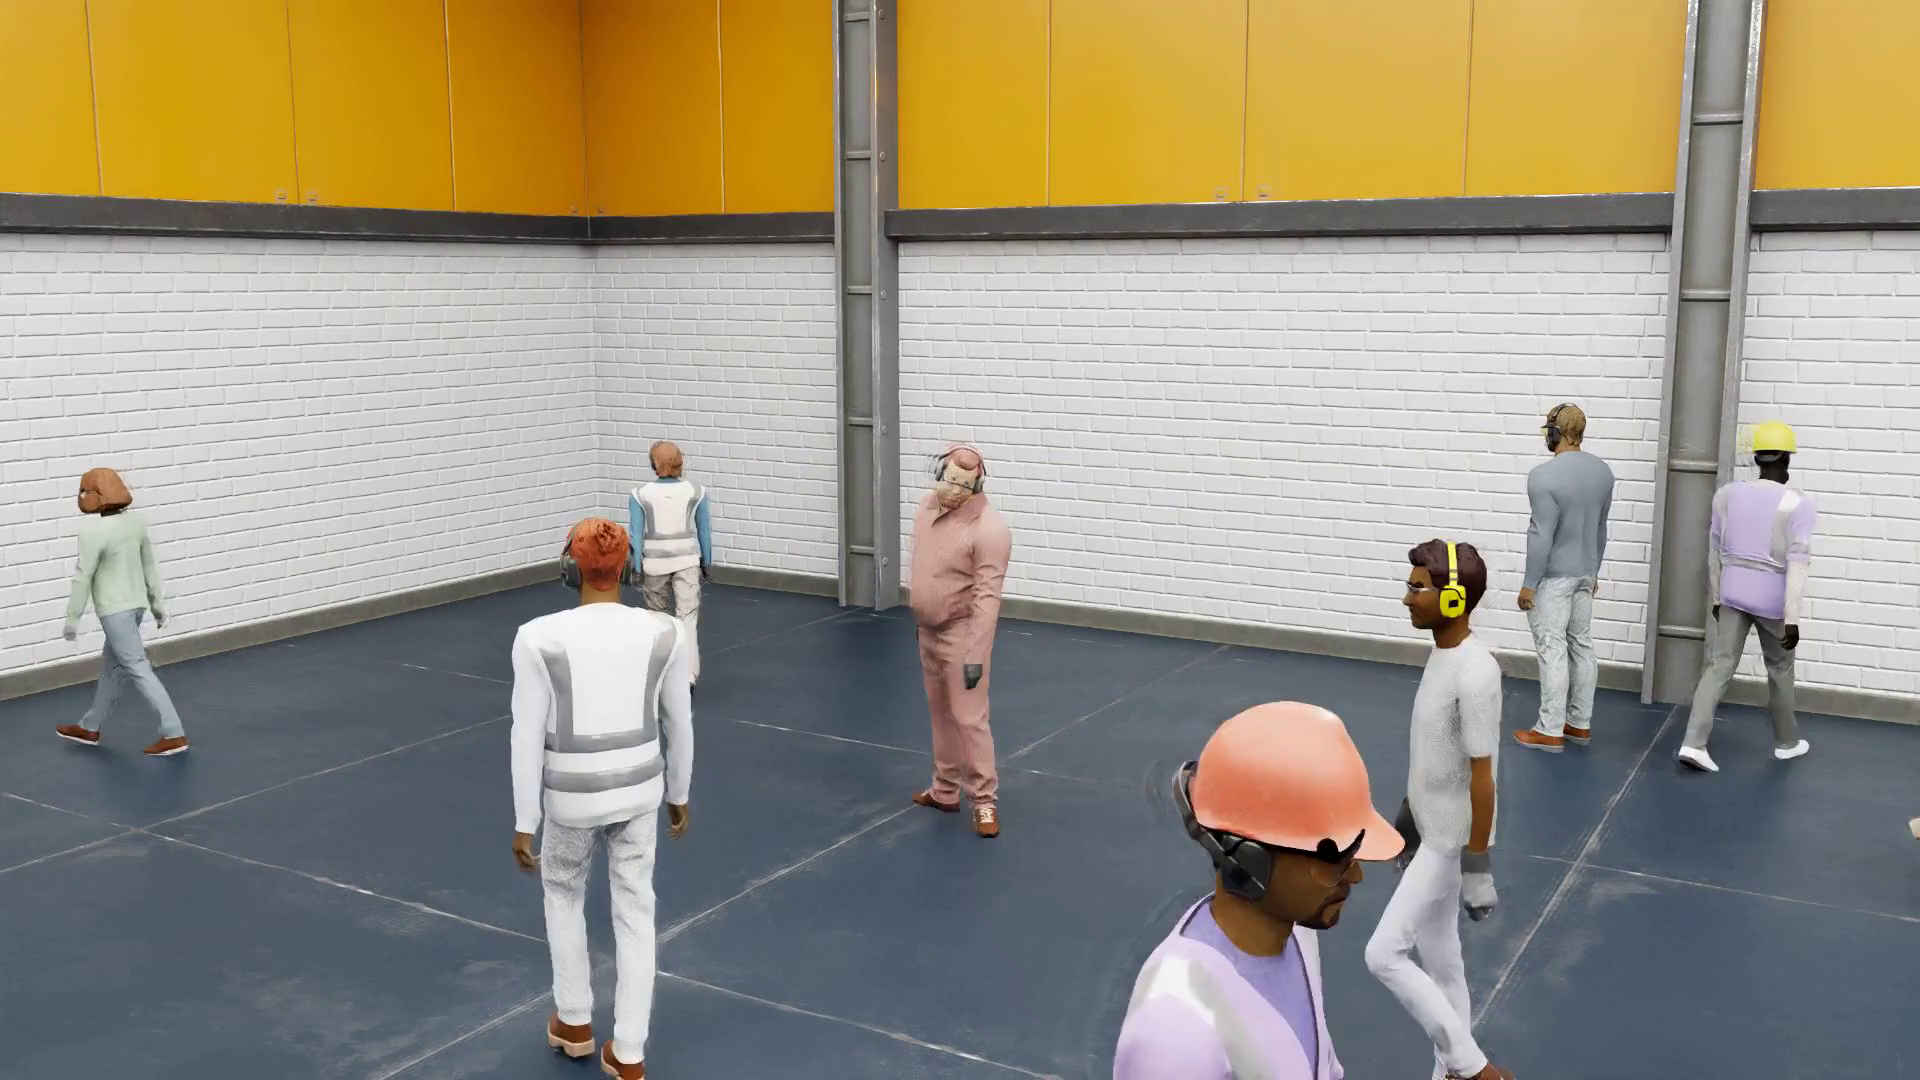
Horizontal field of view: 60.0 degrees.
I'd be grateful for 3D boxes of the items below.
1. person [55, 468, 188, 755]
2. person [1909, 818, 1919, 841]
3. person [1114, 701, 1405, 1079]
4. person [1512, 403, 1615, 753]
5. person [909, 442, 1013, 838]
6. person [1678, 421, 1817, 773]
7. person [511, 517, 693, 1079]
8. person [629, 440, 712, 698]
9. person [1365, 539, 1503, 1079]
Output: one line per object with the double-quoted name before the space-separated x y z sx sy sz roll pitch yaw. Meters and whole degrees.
"person" -4.660 0.394 9.161 0.862 1.584 0.538 1 9 7
"person" 4.311 0.653 6.871 0.639 1.815 0.759 -3 10 -19
"person" 0.546 1.234 2.615 0.980 1.996 0.637 4 10 22
"person" 3.345 0.208 9.241 0.635 1.937 0.353 -6 11 -33
"person" -0.067 0.453 7.943 0.397 1.874 0.762 -6 11 -32
"person" 4.223 0.307 8.855 1.015 1.886 0.598 -6 11 -34
"person" -1.200 0.840 5.509 0.617 1.862 0.700 -4 10 -24
"person" -1.817 0.172 10.489 0.520 1.603 0.835 -2 9 -15
"person" 1.446 0.911 5.108 0.408 1.853 0.524 2 9 12
